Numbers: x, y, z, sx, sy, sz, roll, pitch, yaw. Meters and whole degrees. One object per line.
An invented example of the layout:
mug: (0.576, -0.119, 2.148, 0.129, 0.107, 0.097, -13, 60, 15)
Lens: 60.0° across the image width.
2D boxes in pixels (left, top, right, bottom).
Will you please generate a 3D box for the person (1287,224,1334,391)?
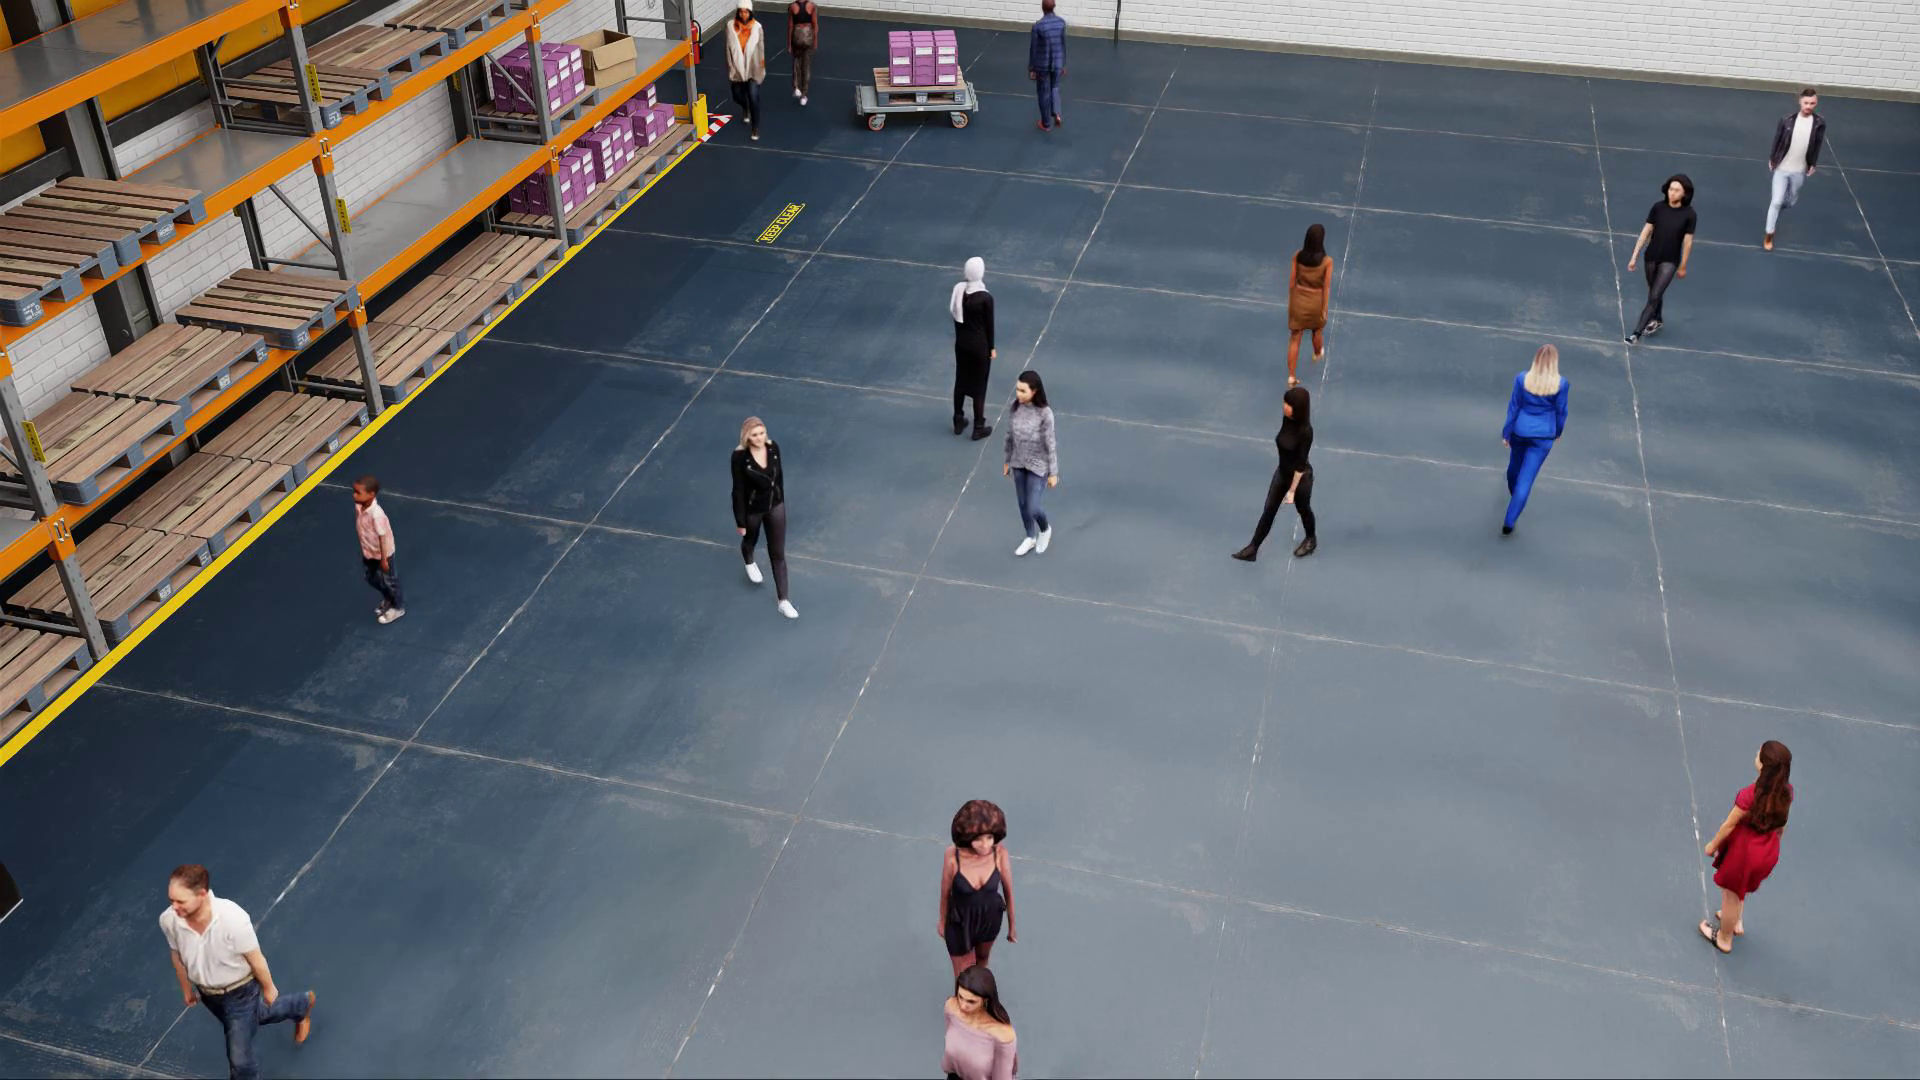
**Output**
person: (3.342, -2.219, 16.137, 0.737, 1.652, 1.086, 16, 37, 23)

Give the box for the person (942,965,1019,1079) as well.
person: (0.157, 2.773, 8.520, 0.854, 1.771, 1.127, 20, 38, 27)

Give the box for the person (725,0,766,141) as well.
person: (-2.852, -6.335, 22.136, 0.836, 1.866, 1.129, 0, 34, 0)

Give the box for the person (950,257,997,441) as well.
person: (0.117, -1.765, 15.344, 0.669, 1.775, 0.651, 22, 39, 29)

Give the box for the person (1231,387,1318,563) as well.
person: (2.800, -0.519, 13.623, 1.091, 1.604, 1.045, -17, 37, -24)

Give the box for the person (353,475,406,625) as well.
person: (-4.510, 0.043, 13.049, 0.591, 1.303, 0.611, 28, 43, 35)

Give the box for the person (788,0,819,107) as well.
person: (-2.168, -6.884, 23.131, 0.665, 1.680, 0.722, -2, 34, -3)

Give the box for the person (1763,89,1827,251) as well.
person: (9.548, -4.302, 19.120, 0.664, 1.820, 1.012, 10, 35, 14)

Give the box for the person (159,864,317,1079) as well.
person: (-3.911, 2.370, 9.080, 0.659, 1.822, 1.162, 10, 35, 14)

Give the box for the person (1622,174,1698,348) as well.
person: (7.235, -2.898, 17.034, 1.230, 1.791, 1.049, -27, 42, -34)

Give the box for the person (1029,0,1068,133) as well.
person: (1.224, -6.322, 22.167, 0.834, 1.810, 0.884, -13, 36, -19)

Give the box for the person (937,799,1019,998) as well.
person: (0.058, 2.120, 9.506, 0.826, 1.767, 0.950, -9, 35, -13)

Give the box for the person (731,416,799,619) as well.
person: (-1.623, -0.255, 13.197, 1.130, 1.635, 1.205, -17, 37, -24)

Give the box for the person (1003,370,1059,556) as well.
person: (0.644, -0.651, 13.716, 0.751, 1.721, 0.759, 24, 41, 32)

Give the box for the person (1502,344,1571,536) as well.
person: (4.794, -0.813, 14.018, 0.808, 1.656, 1.202, 17, 37, 24)

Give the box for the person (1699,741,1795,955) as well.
person: (4.805, 1.913, 10.021, 0.686, 1.541, 0.751, -13, 36, -18)
